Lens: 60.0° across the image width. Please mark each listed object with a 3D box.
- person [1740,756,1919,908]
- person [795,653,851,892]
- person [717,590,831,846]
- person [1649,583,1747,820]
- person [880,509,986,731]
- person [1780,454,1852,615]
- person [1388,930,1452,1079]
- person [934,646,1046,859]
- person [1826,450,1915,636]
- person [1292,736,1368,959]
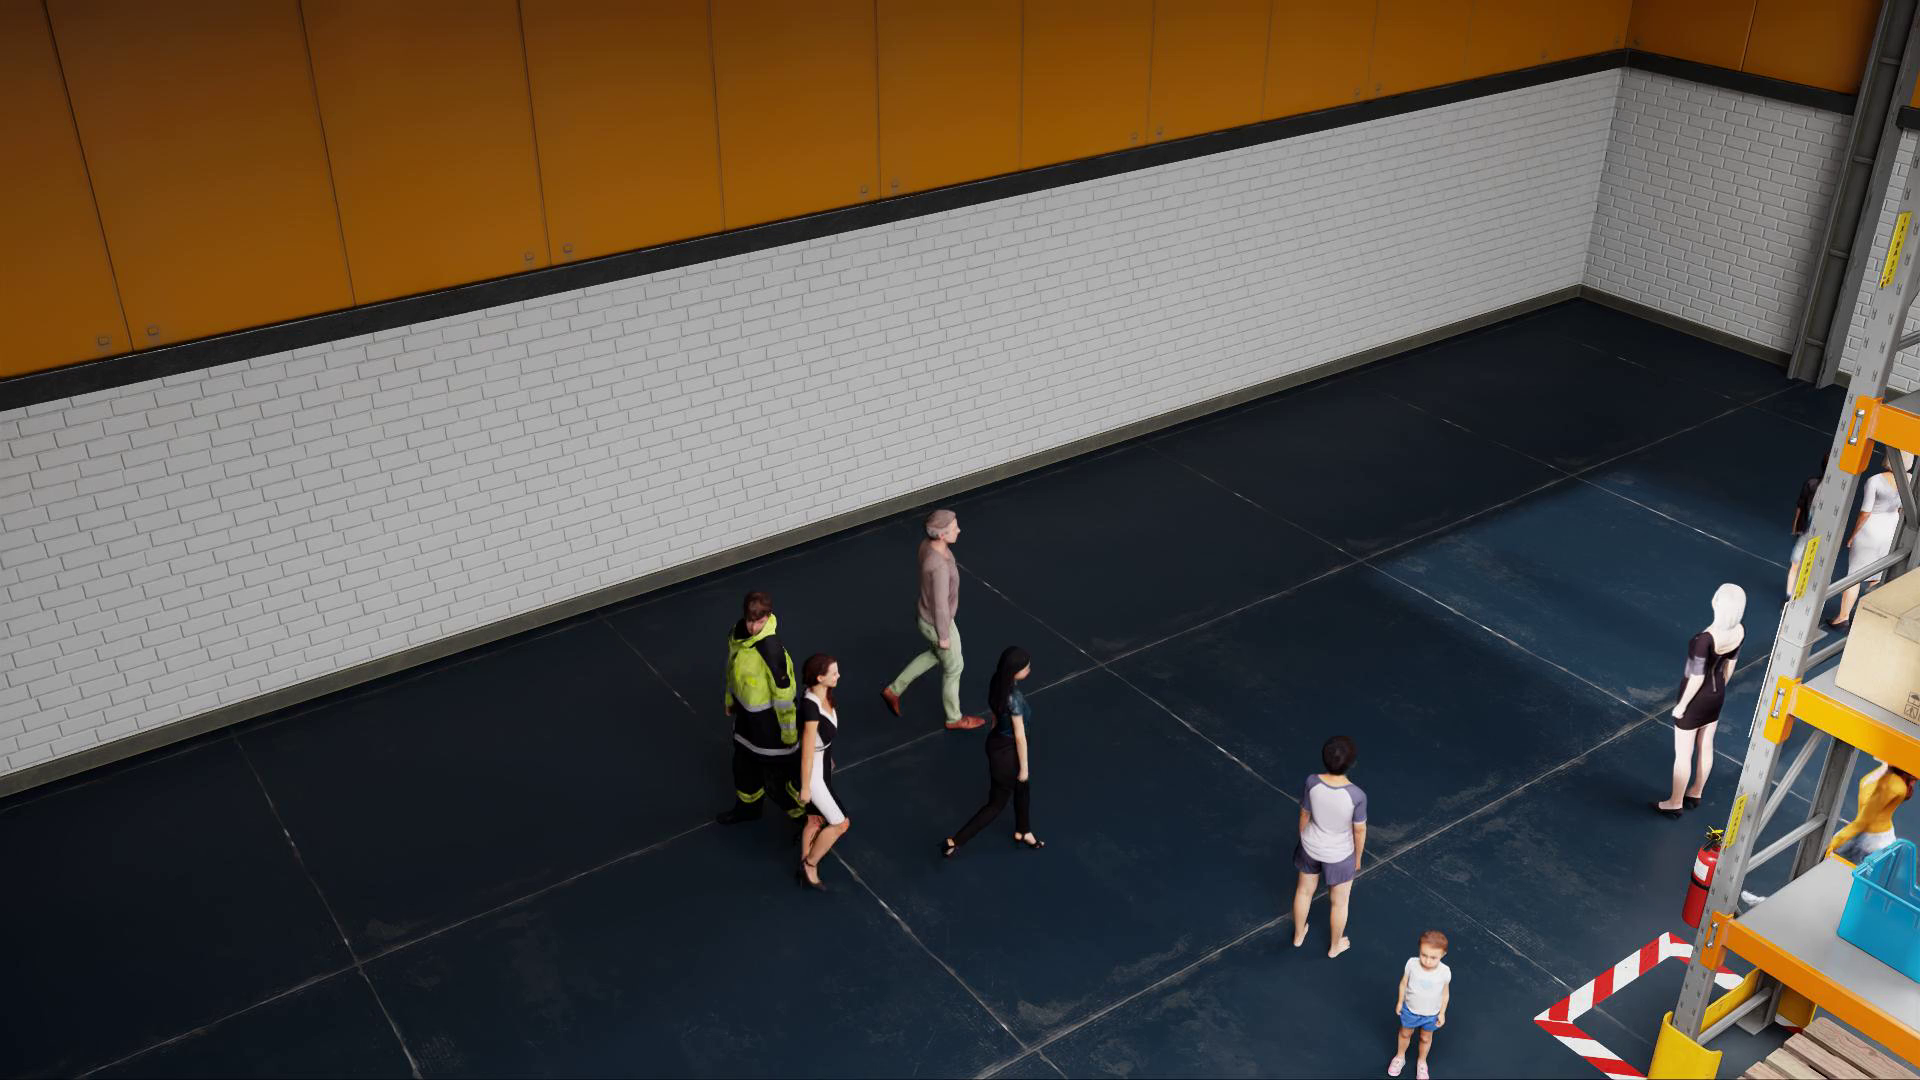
[{"bbox_3d":[5.576,1.900,10.022,1.210,1.698,0.949,14,32,24],"label":"person"},{"bbox_3d":[-1.007,1.517,10.631,0.776,1.785,0.699,1,29,1],"label":"person"},{"bbox_3d":[-1.231,1.179,11.073,0.938,1.956,0.852,-11,30,-19],"label":"person"},{"bbox_3d":[5.071,1.094,11.361,0.618,1.830,0.534,-14,32,-24],"label":"person"},{"bbox_3d":[-0.244,0.610,12.222,0.977,1.854,1.057,-6,29,-12],"label":"person"},{"bbox_3d":[7.220,-0.094,13.967,0.871,1.420,0.839,13,31,22],"label":"person"},{"bbox_3d":[2.617,2.622,9.406,0.470,1.019,0.547,11,30,19],"label":"person"},{"bbox_3d":[0.231,1.452,10.840,0.843,1.700,1.040,-11,30,-19],"label":"person"},{"bbox_3d":[7.440,-0.031,13.506,0.642,1.751,0.657,-2,29,-3],"label":"person"},{"bbox_3d":[2.264,1.872,10.211,0.587,1.565,0.701,16,32,27],"label":"person"}]
